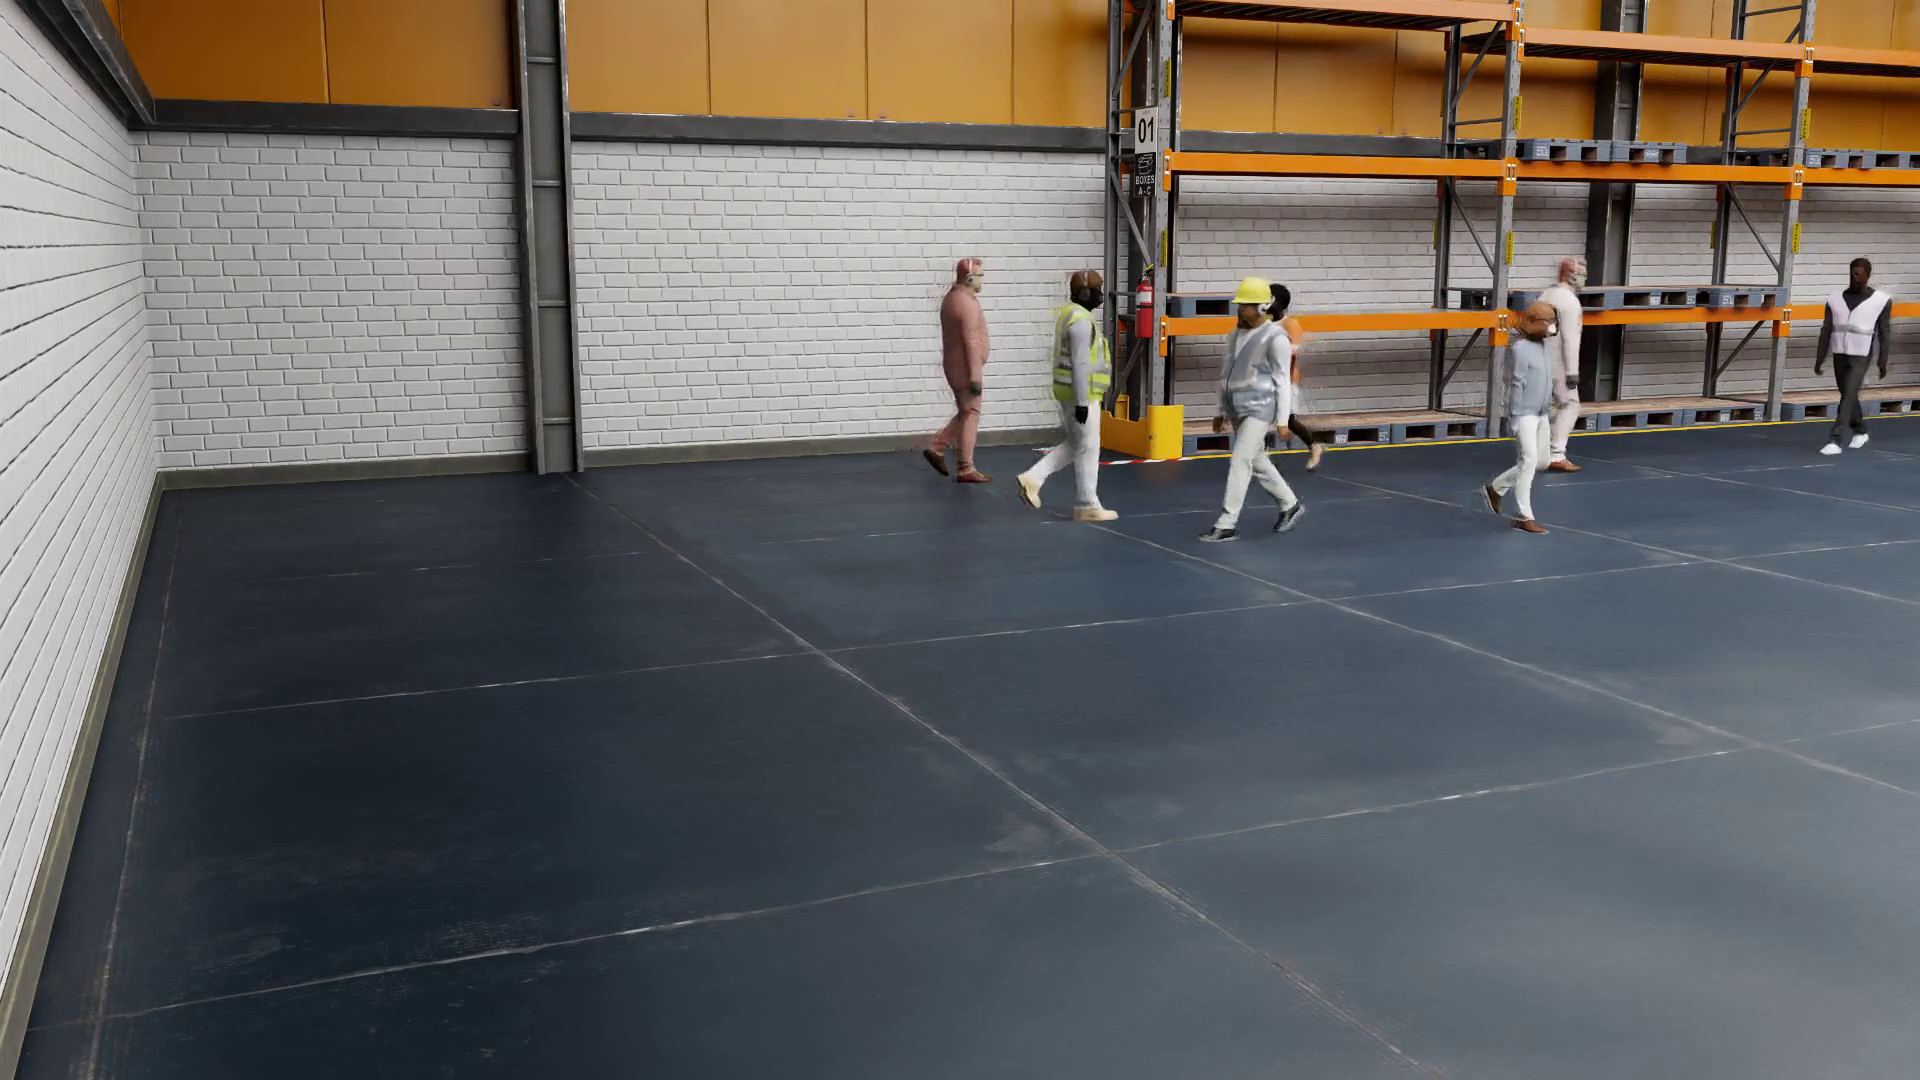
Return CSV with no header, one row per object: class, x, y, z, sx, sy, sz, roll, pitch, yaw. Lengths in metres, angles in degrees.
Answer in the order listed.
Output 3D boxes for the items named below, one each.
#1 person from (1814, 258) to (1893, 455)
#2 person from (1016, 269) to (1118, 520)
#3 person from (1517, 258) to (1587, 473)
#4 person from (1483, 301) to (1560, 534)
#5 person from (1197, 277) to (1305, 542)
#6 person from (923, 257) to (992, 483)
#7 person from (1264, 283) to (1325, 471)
person,8.626,-1.780,16.060,1.023,1.874,0.600,-7,13,-35
person,0.793,-1.043,12.076,0.657,1.830,0.635,0,10,-1
person,5.234,-1.524,14.618,0.510,1.876,0.645,-1,10,-6
person,3.953,-0.867,11.690,0.503,1.621,0.518,-9,13,-40
person,2.037,-0.896,11.349,0.899,1.800,0.586,-5,11,-24
person,0.019,-1.411,13.938,0.479,1.892,0.662,-3,10,-14
person,2.801,-1.375,14.343,0.724,1.674,0.530,-5,11,-27
